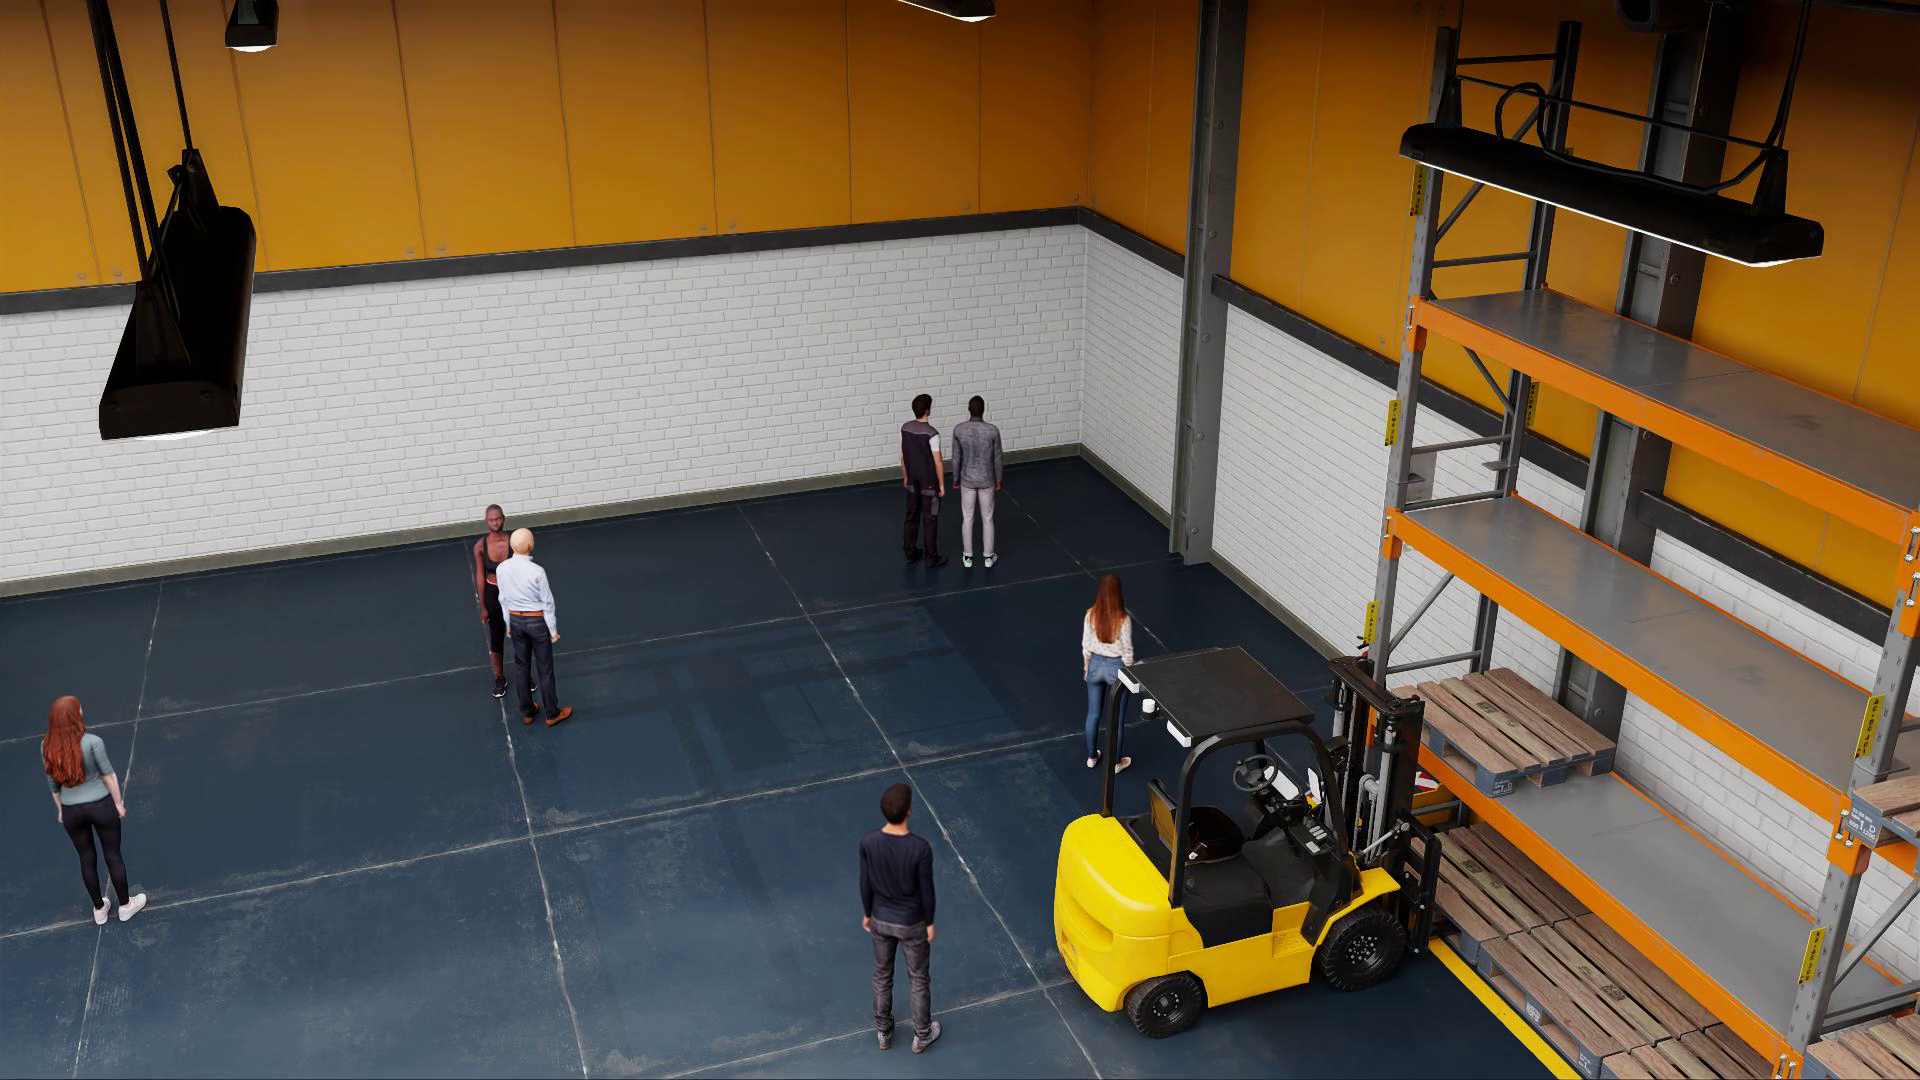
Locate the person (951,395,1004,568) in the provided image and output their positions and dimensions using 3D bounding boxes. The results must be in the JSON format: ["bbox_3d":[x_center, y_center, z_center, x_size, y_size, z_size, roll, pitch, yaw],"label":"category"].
[{"bbox_3d":[0.176,-0.604,17.072,0.760,1.838,0.723,3,24,7],"label":"person"}]

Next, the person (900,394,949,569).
[{"bbox_3d":[-0.385,-0.614,17.083,0.715,1.848,0.810,15,28,31],"label":"person"}]

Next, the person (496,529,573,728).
[{"bbox_3d":[-3.629,0.737,14.064,0.733,1.792,0.751,5,24,12],"label":"person"}]

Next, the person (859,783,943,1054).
[{"bbox_3d":[-0.377,2.347,10.283,0.716,1.869,0.738,6,24,14],"label":"person"}]

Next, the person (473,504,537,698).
[{"bbox_3d":[-4.010,0.508,14.630,0.569,1.758,0.514,-9,25,-19],"label":"person"}]

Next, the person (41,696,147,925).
[{"bbox_3d":[-6.040,1.871,11.530,0.631,1.742,0.587,-3,24,-7],"label":"person"}]

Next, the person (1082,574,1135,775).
[{"bbox_3d":[1.188,1.065,13.391,0.638,1.728,0.708,12,26,25],"label":"person"}]
